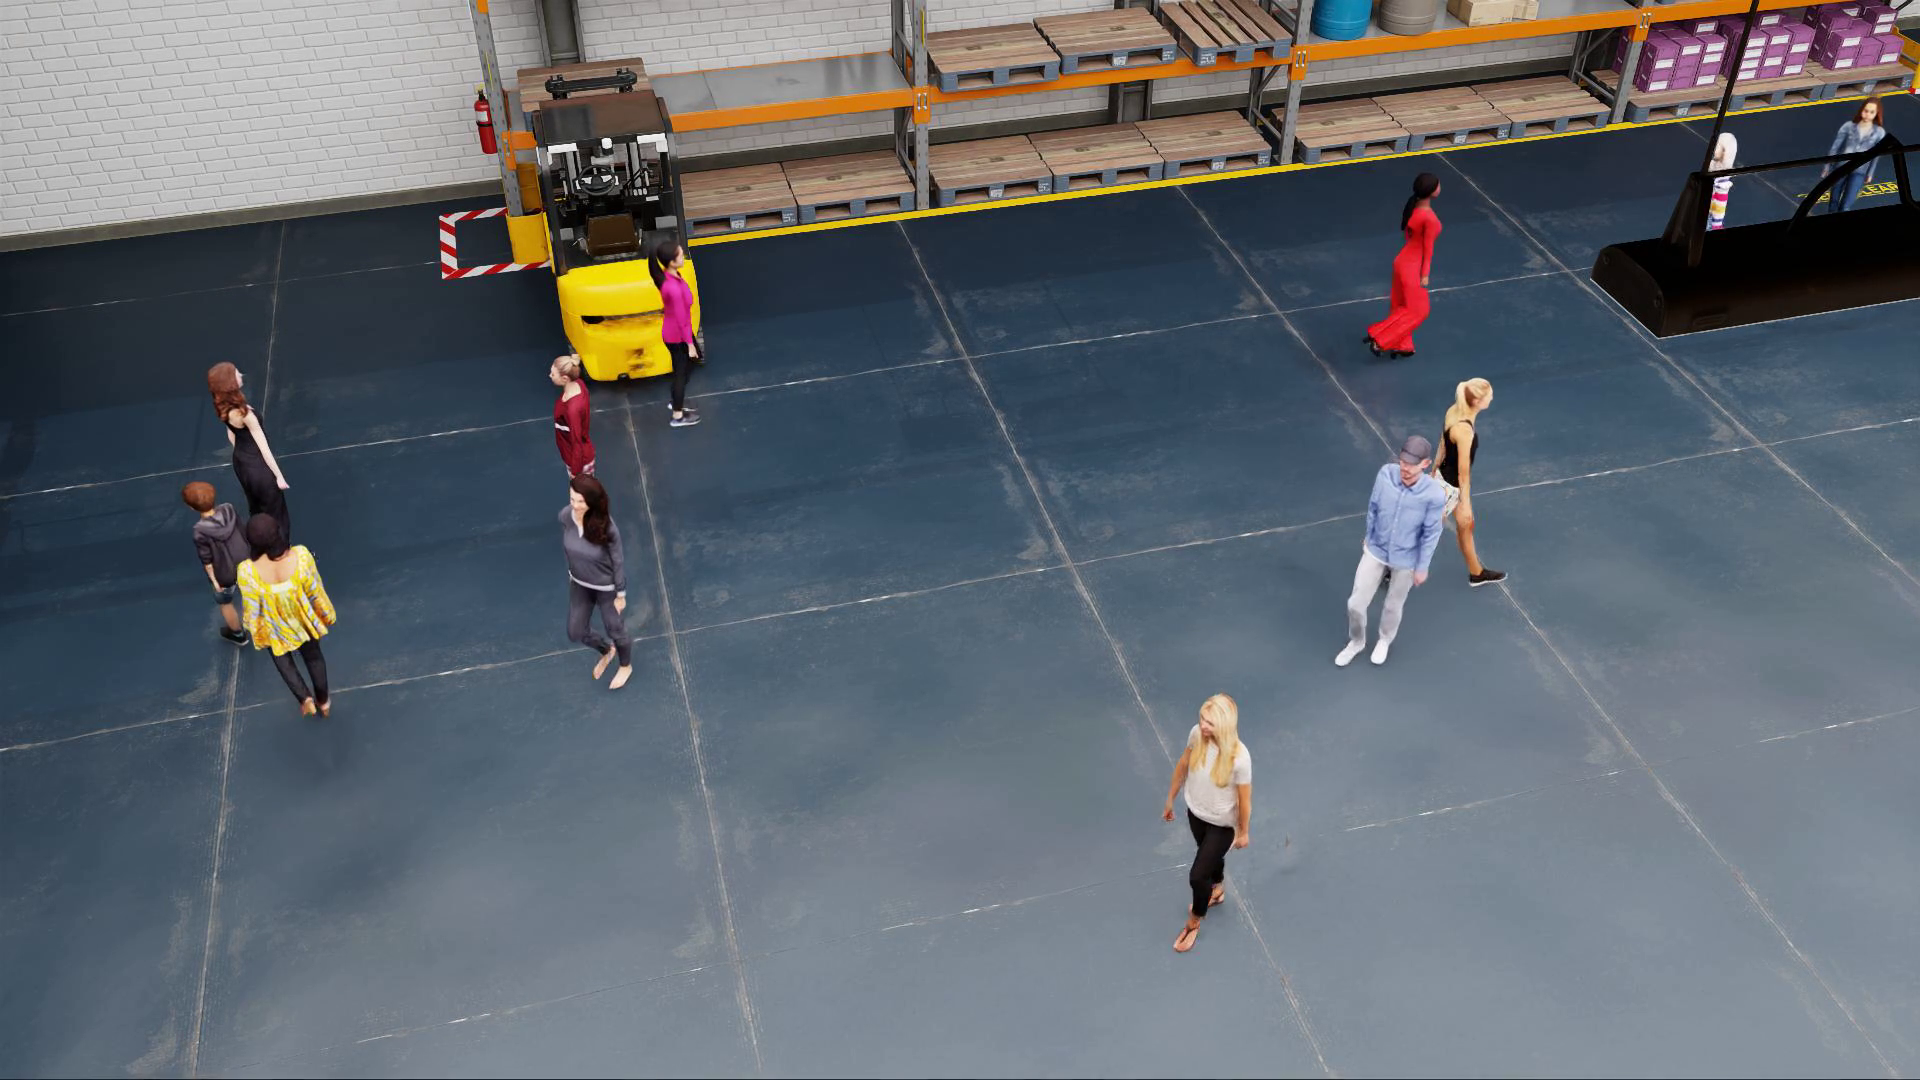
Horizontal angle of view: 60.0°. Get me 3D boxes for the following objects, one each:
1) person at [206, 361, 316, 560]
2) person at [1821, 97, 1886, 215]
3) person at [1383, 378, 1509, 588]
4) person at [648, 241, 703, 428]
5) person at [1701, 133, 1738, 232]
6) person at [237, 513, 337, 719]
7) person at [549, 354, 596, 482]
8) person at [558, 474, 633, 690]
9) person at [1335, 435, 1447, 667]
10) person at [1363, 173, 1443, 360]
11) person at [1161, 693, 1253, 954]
[{"bbox_3d":[-5.108,-0.527,12.020,0.664,1.747,0.704,25,45,28],"label":"person"},{"bbox_3d":[8.621,-3.596,16.101,0.961,1.448,1.037,21,43,24],"label":"person"},{"bbox_3d":[3.378,-0.369,11.789,1.282,1.787,0.948,5,39,6],"label":"person"},{"bbox_3d":[-2.378,-1.649,13.480,0.592,1.688,0.609,-12,40,-15],"label":"person"},{"bbox_3d":[6.684,-2.757,14.801,1.230,1.761,0.945,4,39,5],"label":"person"},{"bbox_3d":[-4.312,0.563,10.738,0.781,1.643,0.870,-21,43,-24],"label":"person"},{"bbox_3d":[-2.792,-0.629,12.186,0.517,1.698,0.633,-7,39,-8],"label":"person"},{"bbox_3d":[-2.371,0.234,11.058,0.718,1.757,0.803,13,40,15],"label":"person"},{"bbox_3d":[2.964,0.039,11.211,0.825,1.872,0.880,22,44,25],"label":"person"},{"bbox_3d":[3.785,-2.288,14.212,0.770,1.772,0.648,-6,39,-8],"label":"person"},{"bbox_3d":[1.493,1.512,9.418,0.883,1.808,0.800,-28,47,-31],"label":"person"}]
